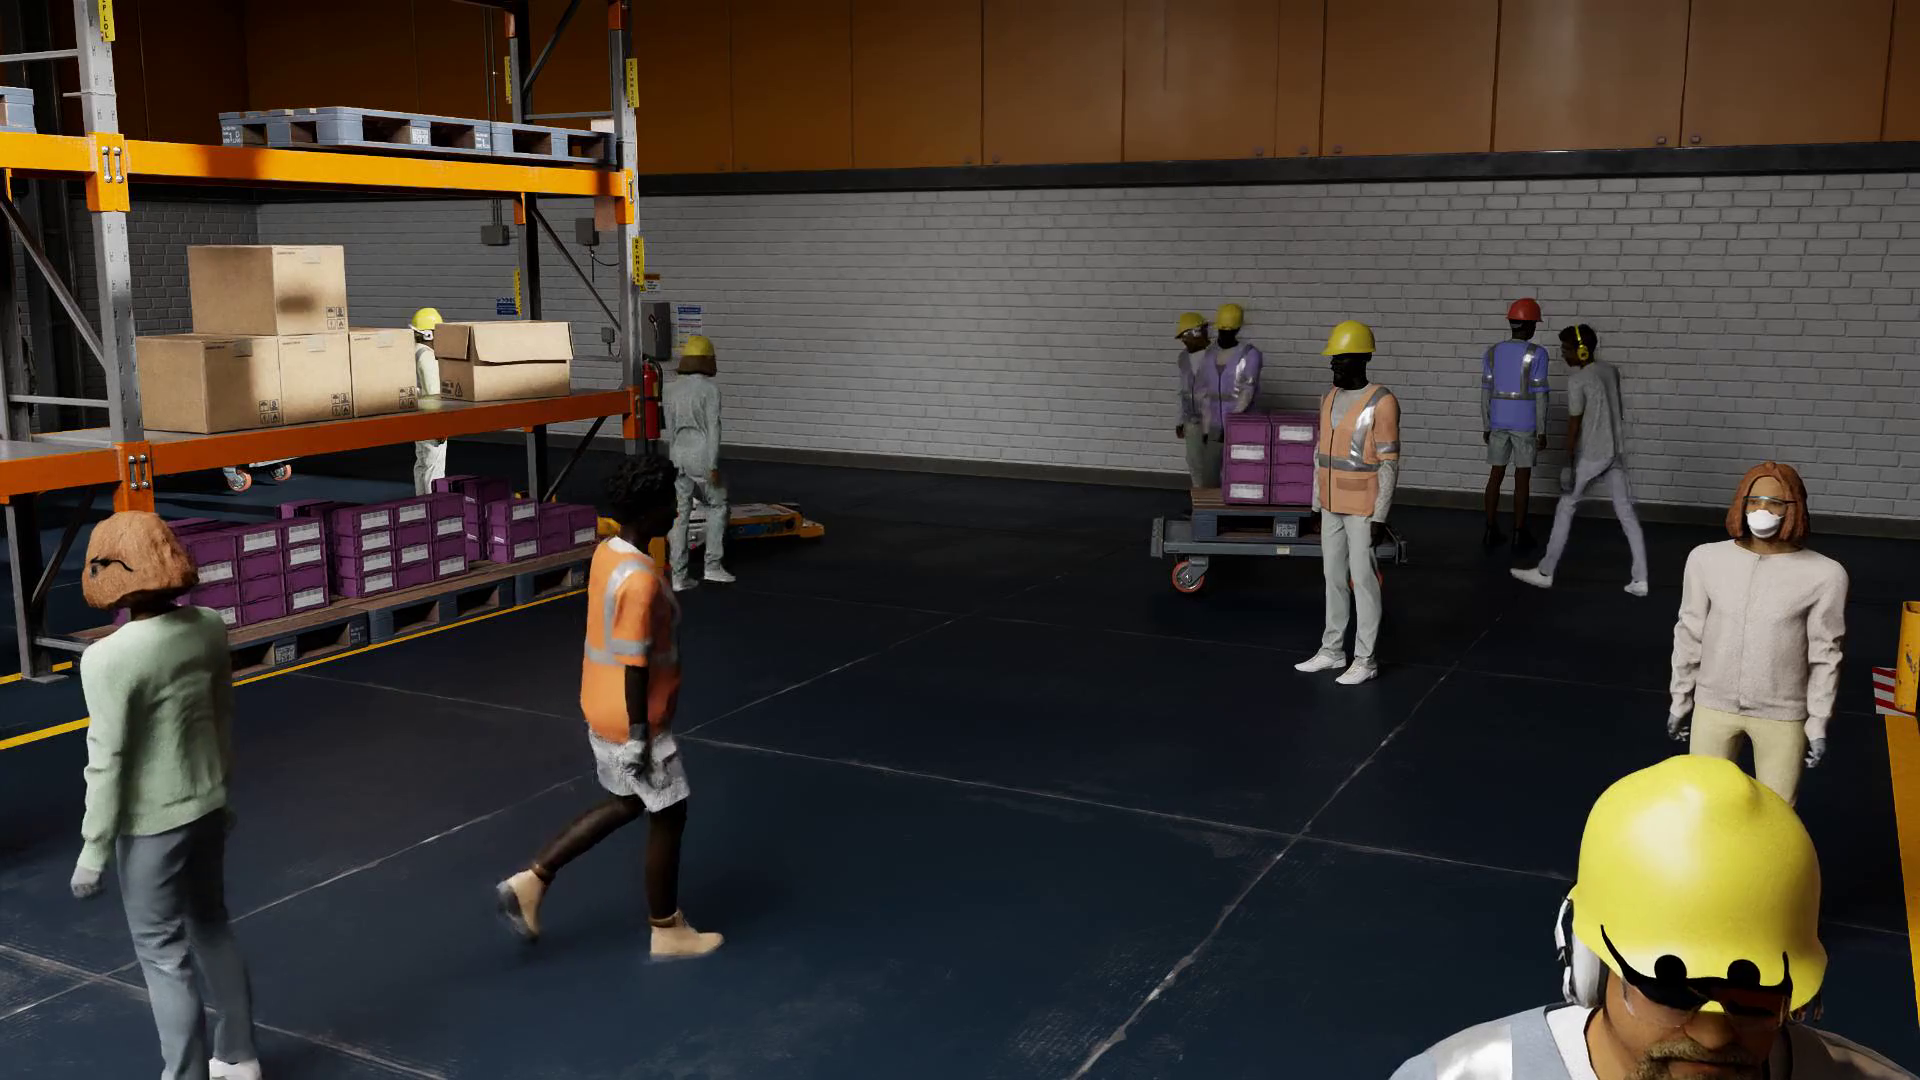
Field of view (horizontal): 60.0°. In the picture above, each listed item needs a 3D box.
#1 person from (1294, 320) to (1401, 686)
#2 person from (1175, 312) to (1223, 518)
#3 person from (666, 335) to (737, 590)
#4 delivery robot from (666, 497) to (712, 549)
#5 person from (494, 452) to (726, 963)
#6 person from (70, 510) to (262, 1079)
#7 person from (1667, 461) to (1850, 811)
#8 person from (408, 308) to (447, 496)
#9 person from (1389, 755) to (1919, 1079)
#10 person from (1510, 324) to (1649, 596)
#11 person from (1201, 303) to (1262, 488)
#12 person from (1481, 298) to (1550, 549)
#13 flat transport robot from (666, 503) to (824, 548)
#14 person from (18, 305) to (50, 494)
[{"bbox_3d":[2.064,-0.197,8.842,0.366,1.926,0.593,-5,11,-27],"label":"person"},{"bbox_3d":[2.145,-1.033,14.118,0.740,1.785,0.417,9,13,42],"label":"person"},{"bbox_3d":[-1.790,-0.523,11.310,0.512,1.712,0.573,6,11,30],"label":"person"},{"bbox_3d":[-2.053,-0.160,12.326,0.477,0.478,0.707,-4,10,-22],"label":"delivery robot"},{"bbox_3d":[-1.100,0.553,5.225,0.637,1.672,0.536,-5,11,-25],"label":"person"},{"bbox_3d":[-2.061,0.732,4.315,0.277,1.632,0.509,2,10,11],"label":"person"},{"bbox_3d":[2.514,0.561,5.297,0.497,1.636,0.285,8,12,38],"label":"person"},{"bbox_3d":[-4.336,-0.983,13.665,0.404,1.833,0.592,-7,12,-34],"label":"person"},{"bbox_3d":[0.692,1.094,1.686,0.585,1.824,0.403,1,10,7],"label":"person"},{"bbox_3d":[4.246,-0.531,11.148,0.585,1.799,0.835,-6,11,-30],"label":"person"},{"bbox_3d":[2.084,-0.910,13.084,0.474,1.897,0.593,-9,13,-42],"label":"person"},{"bbox_3d":[4.314,-0.901,12.891,0.373,1.934,0.551,-8,13,-39],"label":"person"},{"bbox_3d":[-1.863,-0.125,13.214,1.431,0.197,0.652,-5,11,-26],"label":"flat transport robot"},{"bbox_3d":[-8.963,-1.343,15.734,0.633,1.839,0.429,6,11,30],"label":"person"}]
